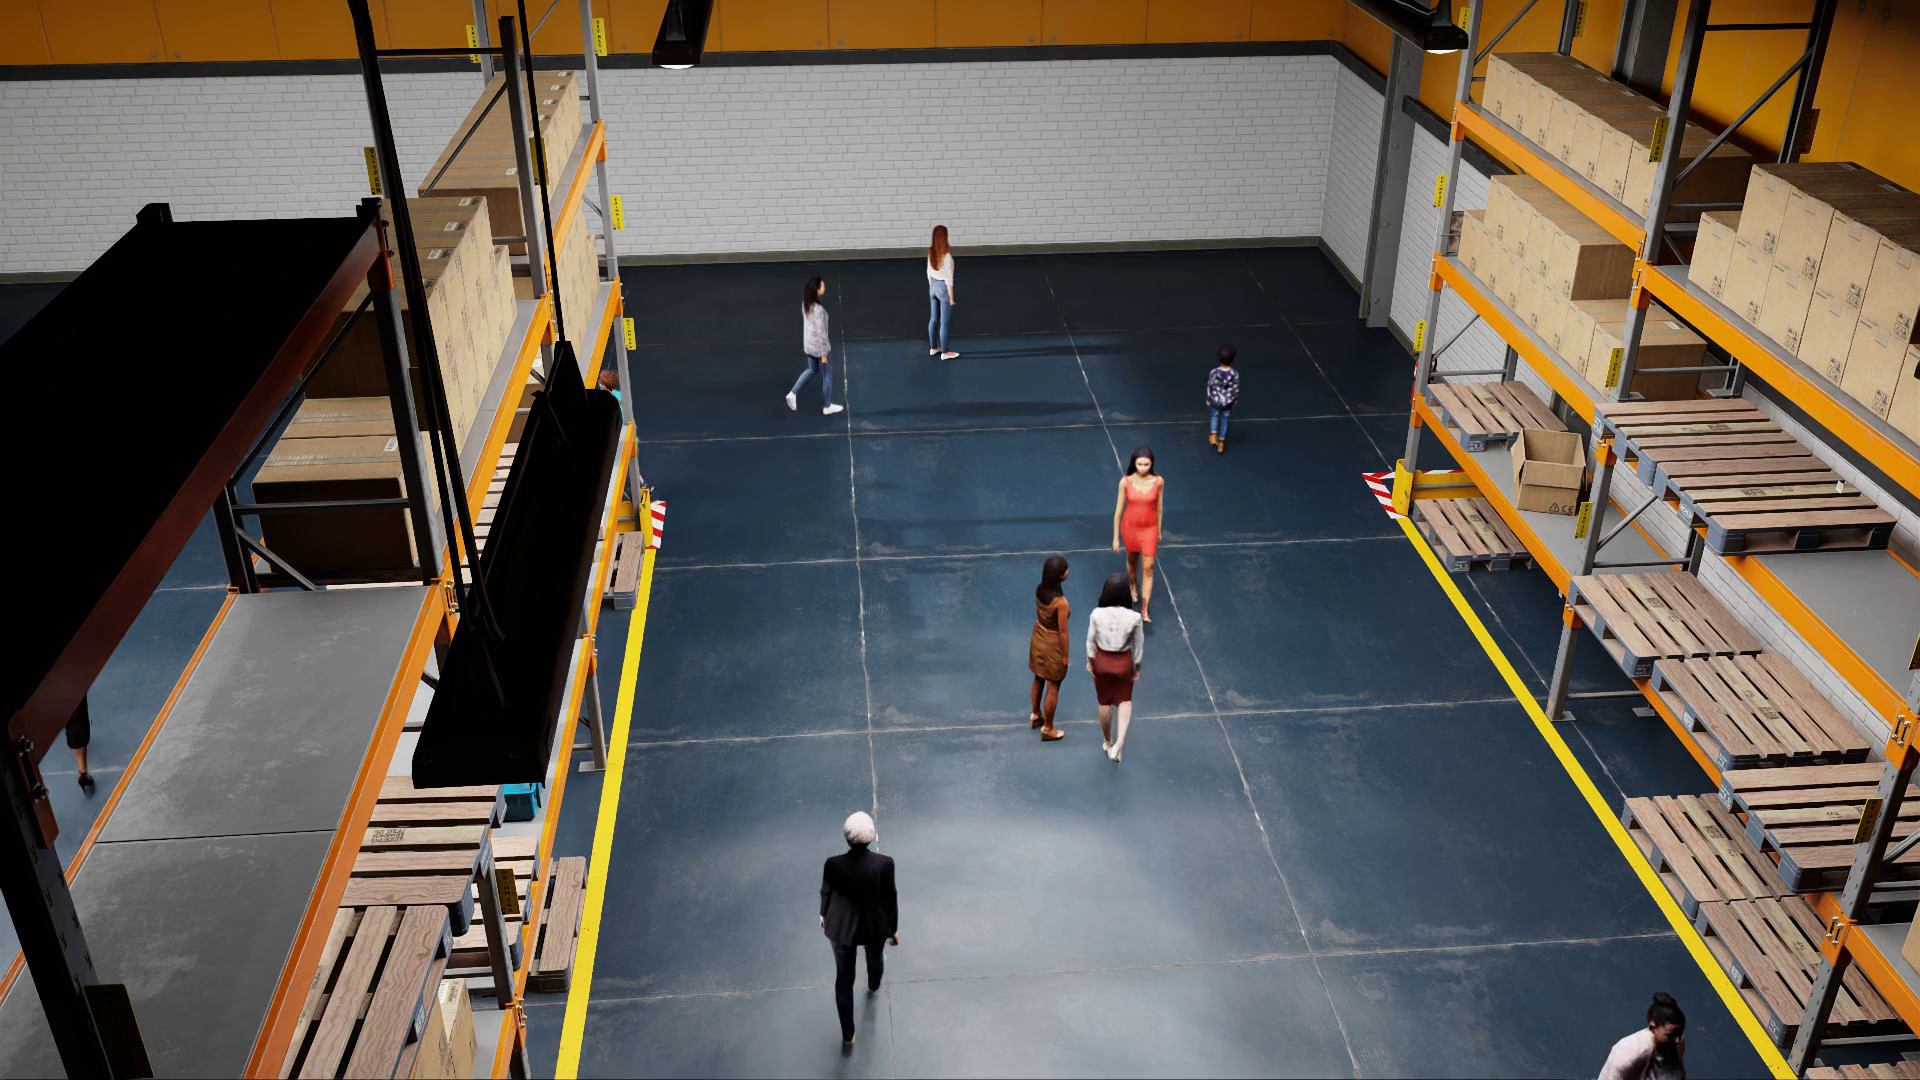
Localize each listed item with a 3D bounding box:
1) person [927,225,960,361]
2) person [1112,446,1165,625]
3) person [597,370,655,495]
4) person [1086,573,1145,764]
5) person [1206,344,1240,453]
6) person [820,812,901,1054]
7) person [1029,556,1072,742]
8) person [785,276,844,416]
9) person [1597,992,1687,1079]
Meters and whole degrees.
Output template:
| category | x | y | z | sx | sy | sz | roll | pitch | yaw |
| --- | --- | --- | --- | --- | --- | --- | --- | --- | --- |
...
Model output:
| category | x | y | z | sx | sy | sz | roll | pitch | yaw |
| --- | --- | --- | --- | --- | --- | --- | --- | --- | --- |
| person | -0.247 | -3.152 | 21.078 | 0.711 | 1.728 | 0.616 | -22 | 35 | -34 |
| person | 1.670 | -0.116 | 15.565 | 0.706 | 1.678 | 1.078 | 1 | 29 | 1 |
| person | -3.566 | -1.097 | 17.636 | 0.894 | 1.418 | 1.006 | 12 | 31 | 20 |
| person | 1.221 | 1.082 | 13.308 | 0.688 | 1.738 | 0.836 | 2 | 29 | 4 |
| person | 2.949 | -1.579 | 18.711 | 0.577 | 1.235 | 0.688 | 3 | 29 | 6 |
| person | -0.697 | 2.552 | 10.644 | 0.781 | 1.748 | 0.983 | 0 | 29 | -1 |
| person | 0.739 | 0.887 | 13.719 | 0.691 | 1.686 | 0.577 | -15 | 32 | -25 |
| person | -1.748 | -2.240 | 19.422 | 0.954 | 1.715 | 0.979 | -18 | 33 | -29 |
| person | 3.764 | 3.194 | 9.464 | 0.833 | 1.710 | 1.061 | -9 | 30 | -16 |
